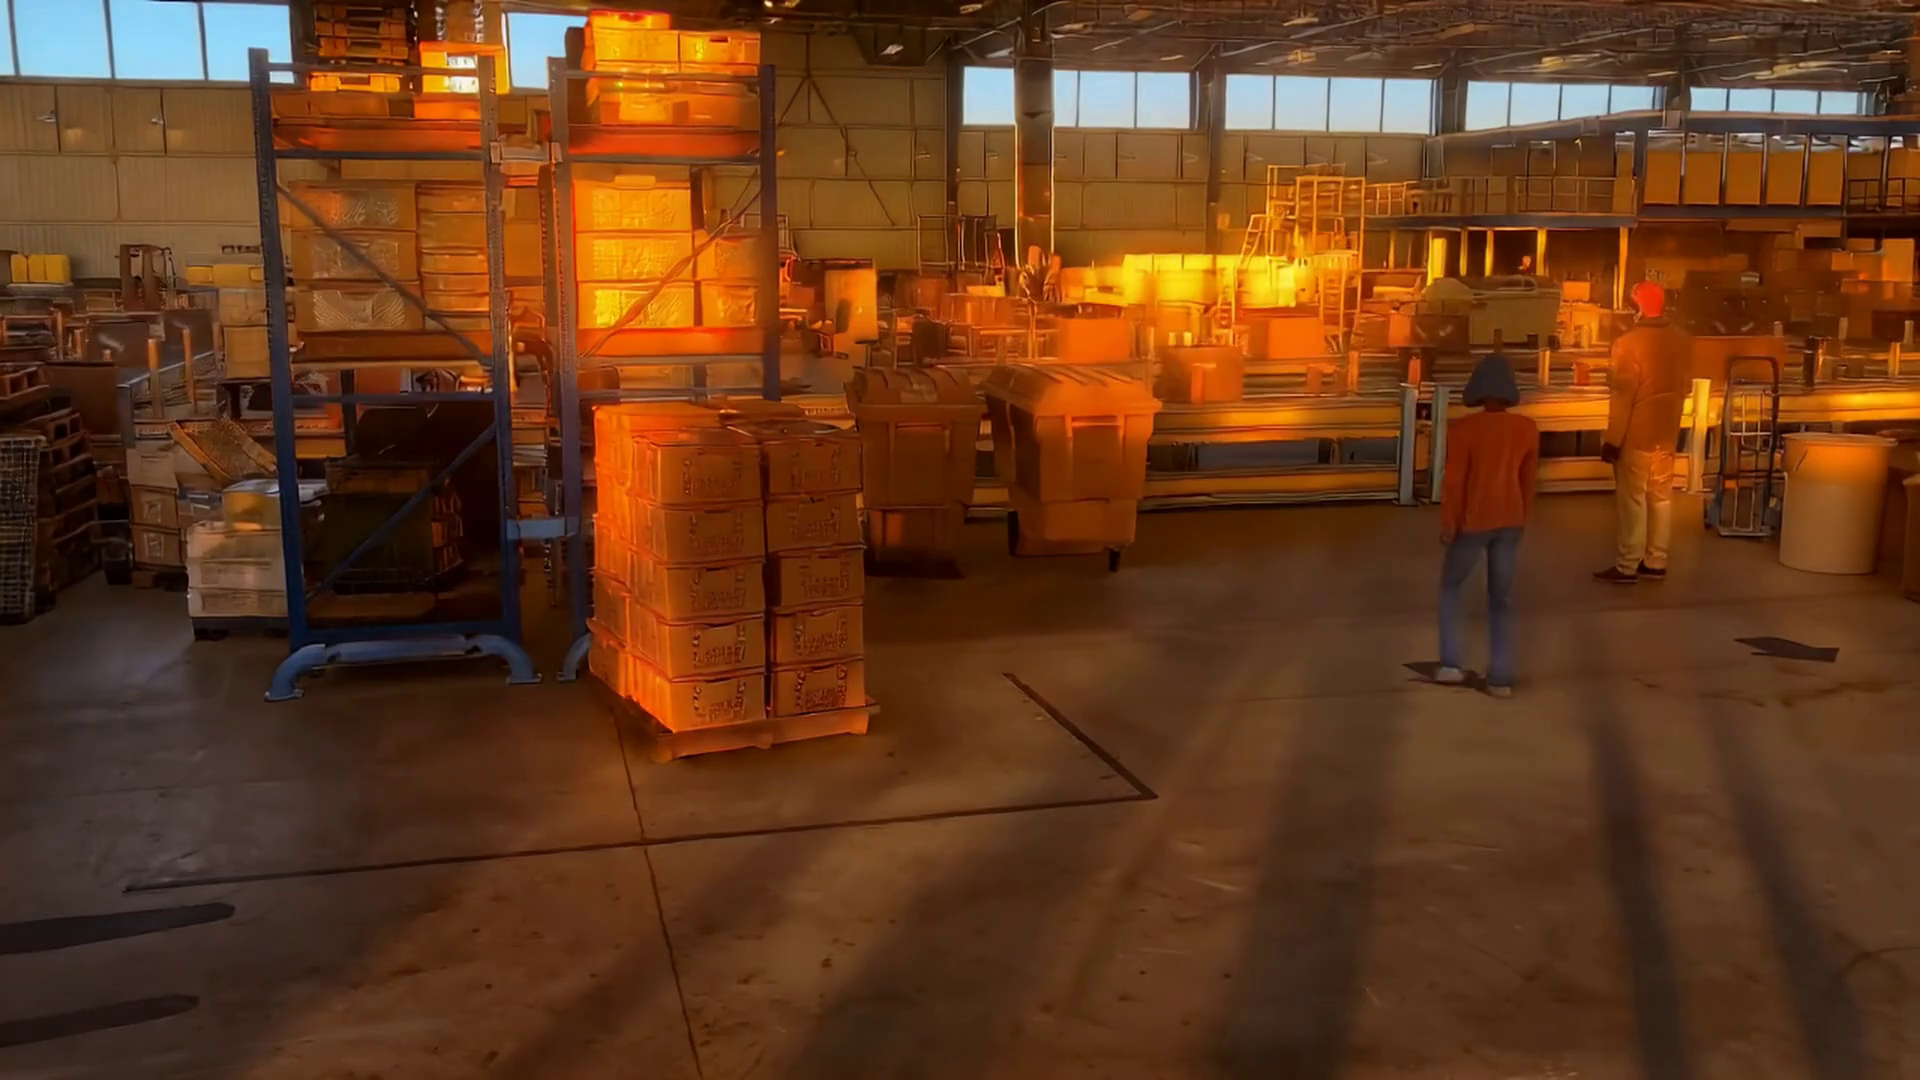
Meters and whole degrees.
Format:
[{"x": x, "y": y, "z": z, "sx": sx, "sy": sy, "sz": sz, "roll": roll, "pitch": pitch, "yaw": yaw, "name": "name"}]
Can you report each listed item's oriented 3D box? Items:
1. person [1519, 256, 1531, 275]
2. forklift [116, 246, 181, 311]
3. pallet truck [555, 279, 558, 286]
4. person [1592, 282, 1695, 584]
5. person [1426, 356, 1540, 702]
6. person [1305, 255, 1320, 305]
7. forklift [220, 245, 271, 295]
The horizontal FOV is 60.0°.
[{"x": 17.742, "y": -7.989, "z": 52.195, "sx": 1.025, "sy": 1.826, "sz": 0.597, "roll": 9, "pitch": 13, "yaw": 41, "name": "person"}, {"x": -19.966, "y": -6.232, "z": 40.894, "sx": 1.157, "sy": 1.987, "sz": 2.680, "roll": -3, "pitch": 10, "yaw": -15, "name": "forklift"}, {"x": -10.604, "y": -6.375, "z": 44.520, "sx": 0.653, "sy": 1.274, "sz": 1.630, "roll": -3, "pitch": 10, "yaw": -15, "name": "pallet truck"}, {"x": 4.302, "y": -0.672, "z": 10.532, "sx": 0.637, "sy": 1.904, "sz": 0.403, "roll": -5, "pitch": 11, "yaw": -28, "name": "person"}, {"x": 2.457, "y": -0.061, "z": 7.878, "sx": 0.520, "sy": 1.613, "sz": 0.565, "roll": -3, "pitch": 10, "yaw": -15, "name": "person"}, {"x": 7.934, "y": -5.467, "z": 37.434, "sx": 1.050, "sy": 1.986, "sz": 0.630, "roll": 4, "pitch": 11, "yaw": 19, "name": "person"}, {"x": -17.749, "y": -6.334, "z": 41.440, "sx": 1.157, "sy": 1.987, "sz": 2.680, "roll": -3, "pitch": 10, "yaw": -17, "name": "forklift"}]
